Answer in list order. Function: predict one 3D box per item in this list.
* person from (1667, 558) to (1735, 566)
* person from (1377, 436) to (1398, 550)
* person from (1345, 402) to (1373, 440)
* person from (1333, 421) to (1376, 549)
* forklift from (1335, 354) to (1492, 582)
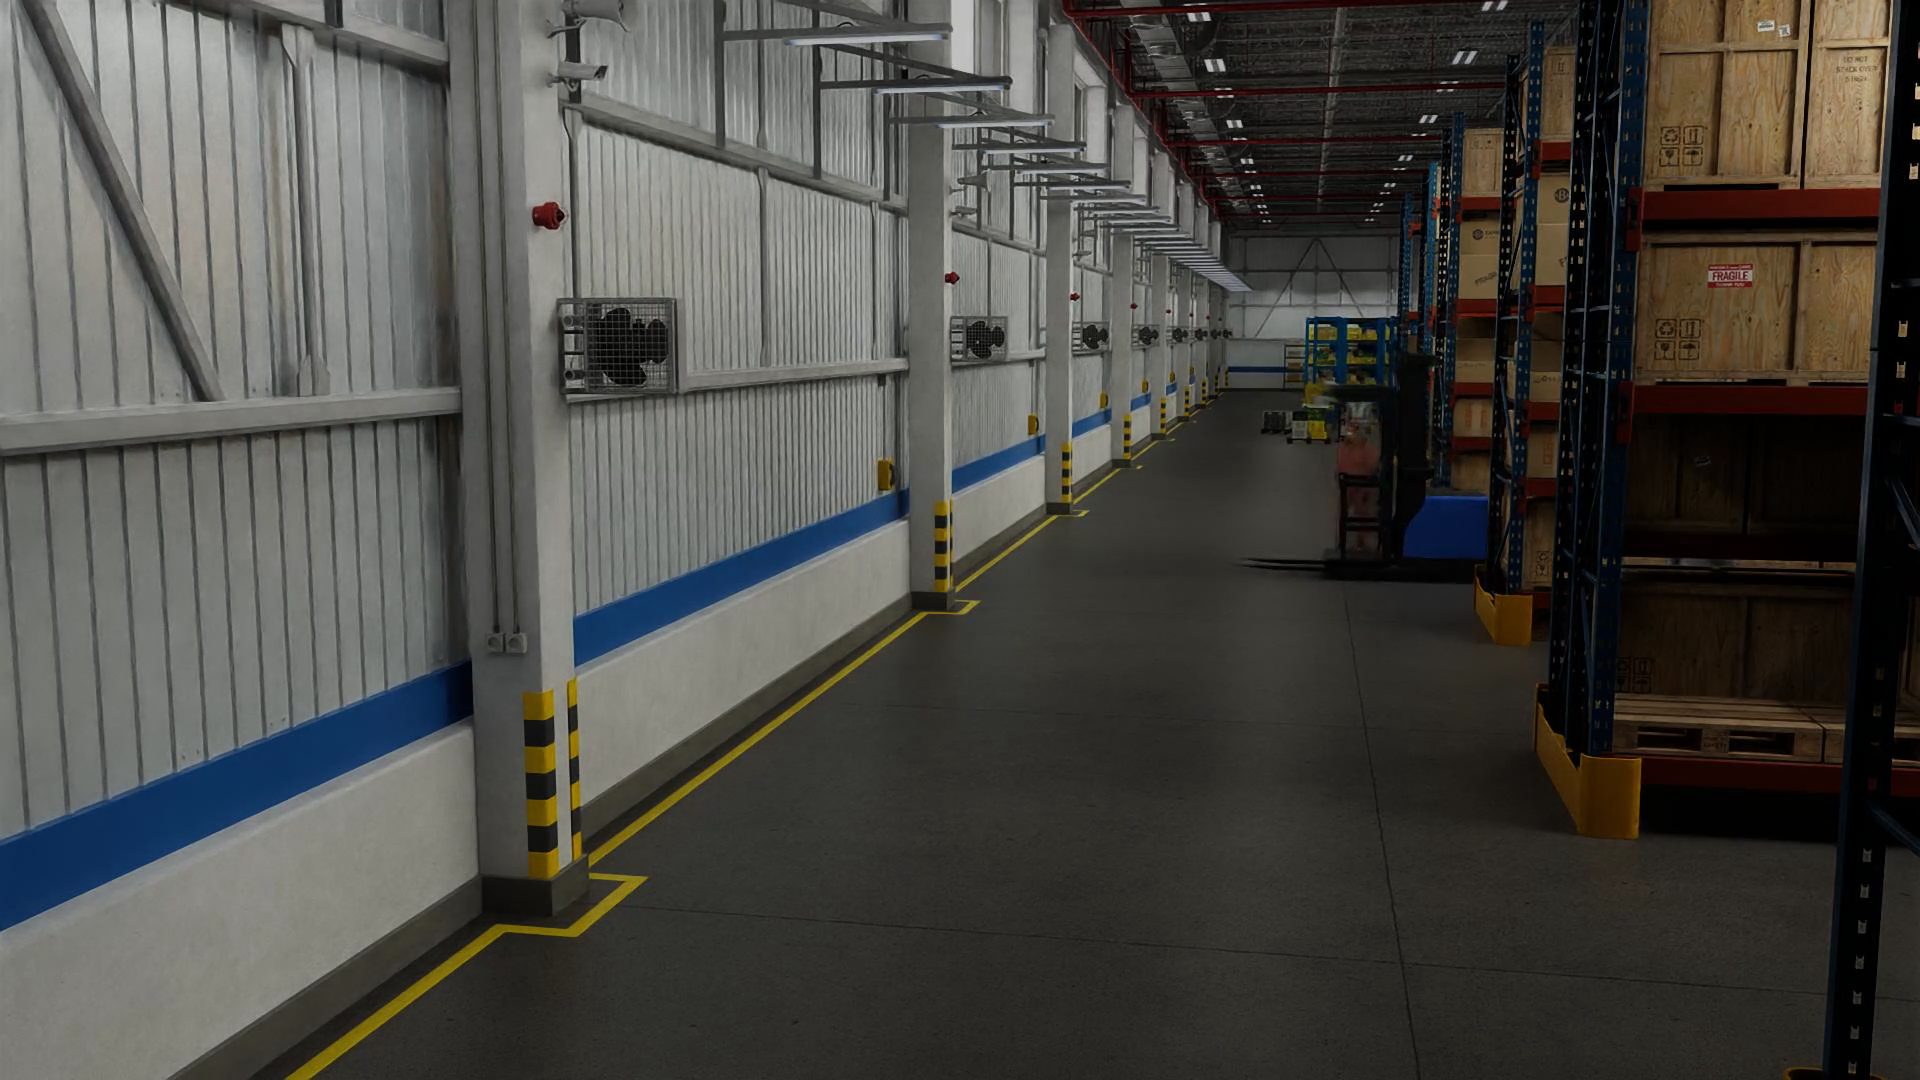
[{"bbox_3d":[6.372,0.445,14.295,0.562,1.753,0.327,7,10,43],"label":"person"},{"bbox_3d":[5.854,-0.546,22.035,0.862,1.799,0.627,-1,7,-8],"label":"person"},{"bbox_3d":[9.154,-2.592,38.256,0.624,1.845,1.095,4,8,28],"label":"person"},{"bbox_3d":[5.374,-0.687,22.845,0.663,1.882,0.671,7,10,44],"label":"person"},{"bbox_3d":[5.709,-0.943,20.938,1.873,2.768,1.129,1,7,12],"label":"forklift"}]
